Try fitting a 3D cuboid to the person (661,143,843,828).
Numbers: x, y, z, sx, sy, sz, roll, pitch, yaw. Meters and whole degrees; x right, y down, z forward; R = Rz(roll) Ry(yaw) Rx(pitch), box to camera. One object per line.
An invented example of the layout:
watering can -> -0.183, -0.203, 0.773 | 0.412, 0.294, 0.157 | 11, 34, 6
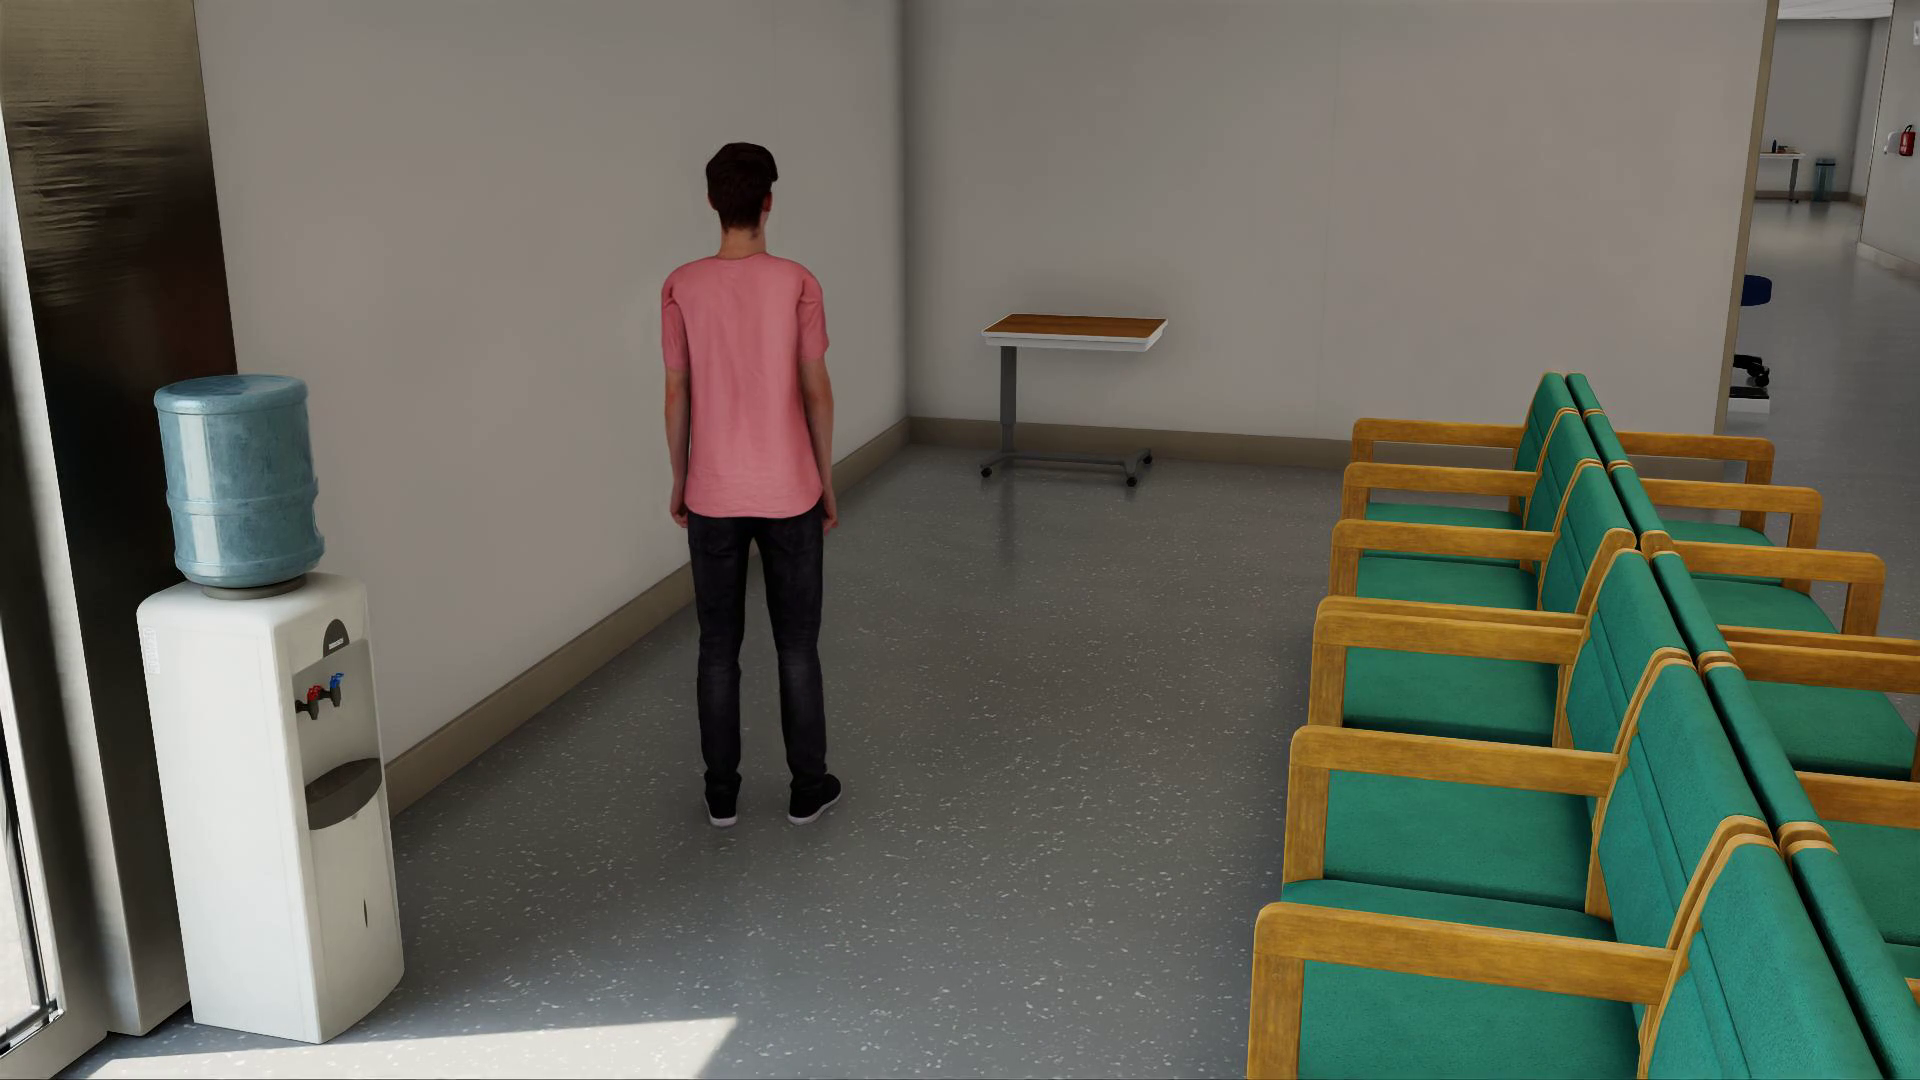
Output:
person -> -0.599, -0.131, 4.747 | 0.562, 1.957, 0.745 | 0, 16, 1
